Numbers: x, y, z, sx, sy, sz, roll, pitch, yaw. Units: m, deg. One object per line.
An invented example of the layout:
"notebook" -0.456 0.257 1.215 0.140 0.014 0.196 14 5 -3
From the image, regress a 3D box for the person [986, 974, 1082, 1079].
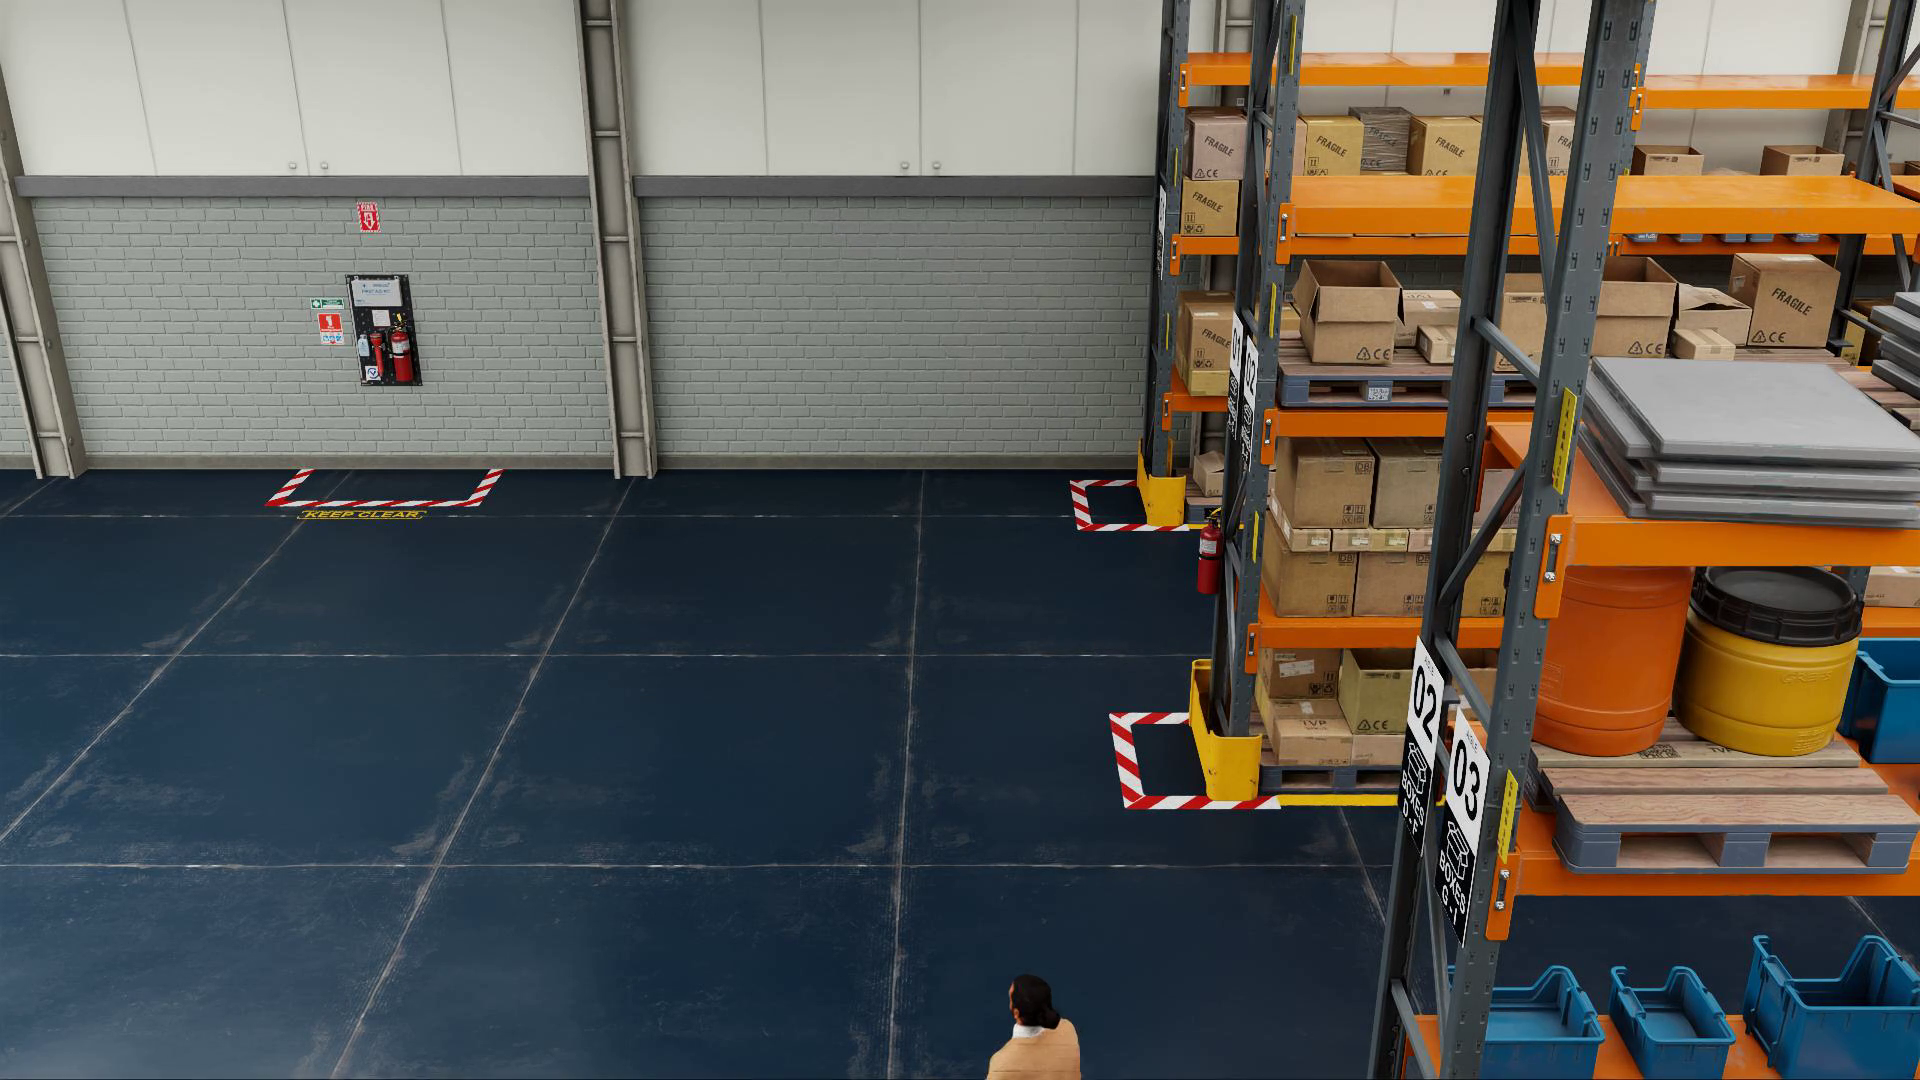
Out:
"person" 0.361 2.692 7.228 1.154 1.710 1.206 -21 31 -40
